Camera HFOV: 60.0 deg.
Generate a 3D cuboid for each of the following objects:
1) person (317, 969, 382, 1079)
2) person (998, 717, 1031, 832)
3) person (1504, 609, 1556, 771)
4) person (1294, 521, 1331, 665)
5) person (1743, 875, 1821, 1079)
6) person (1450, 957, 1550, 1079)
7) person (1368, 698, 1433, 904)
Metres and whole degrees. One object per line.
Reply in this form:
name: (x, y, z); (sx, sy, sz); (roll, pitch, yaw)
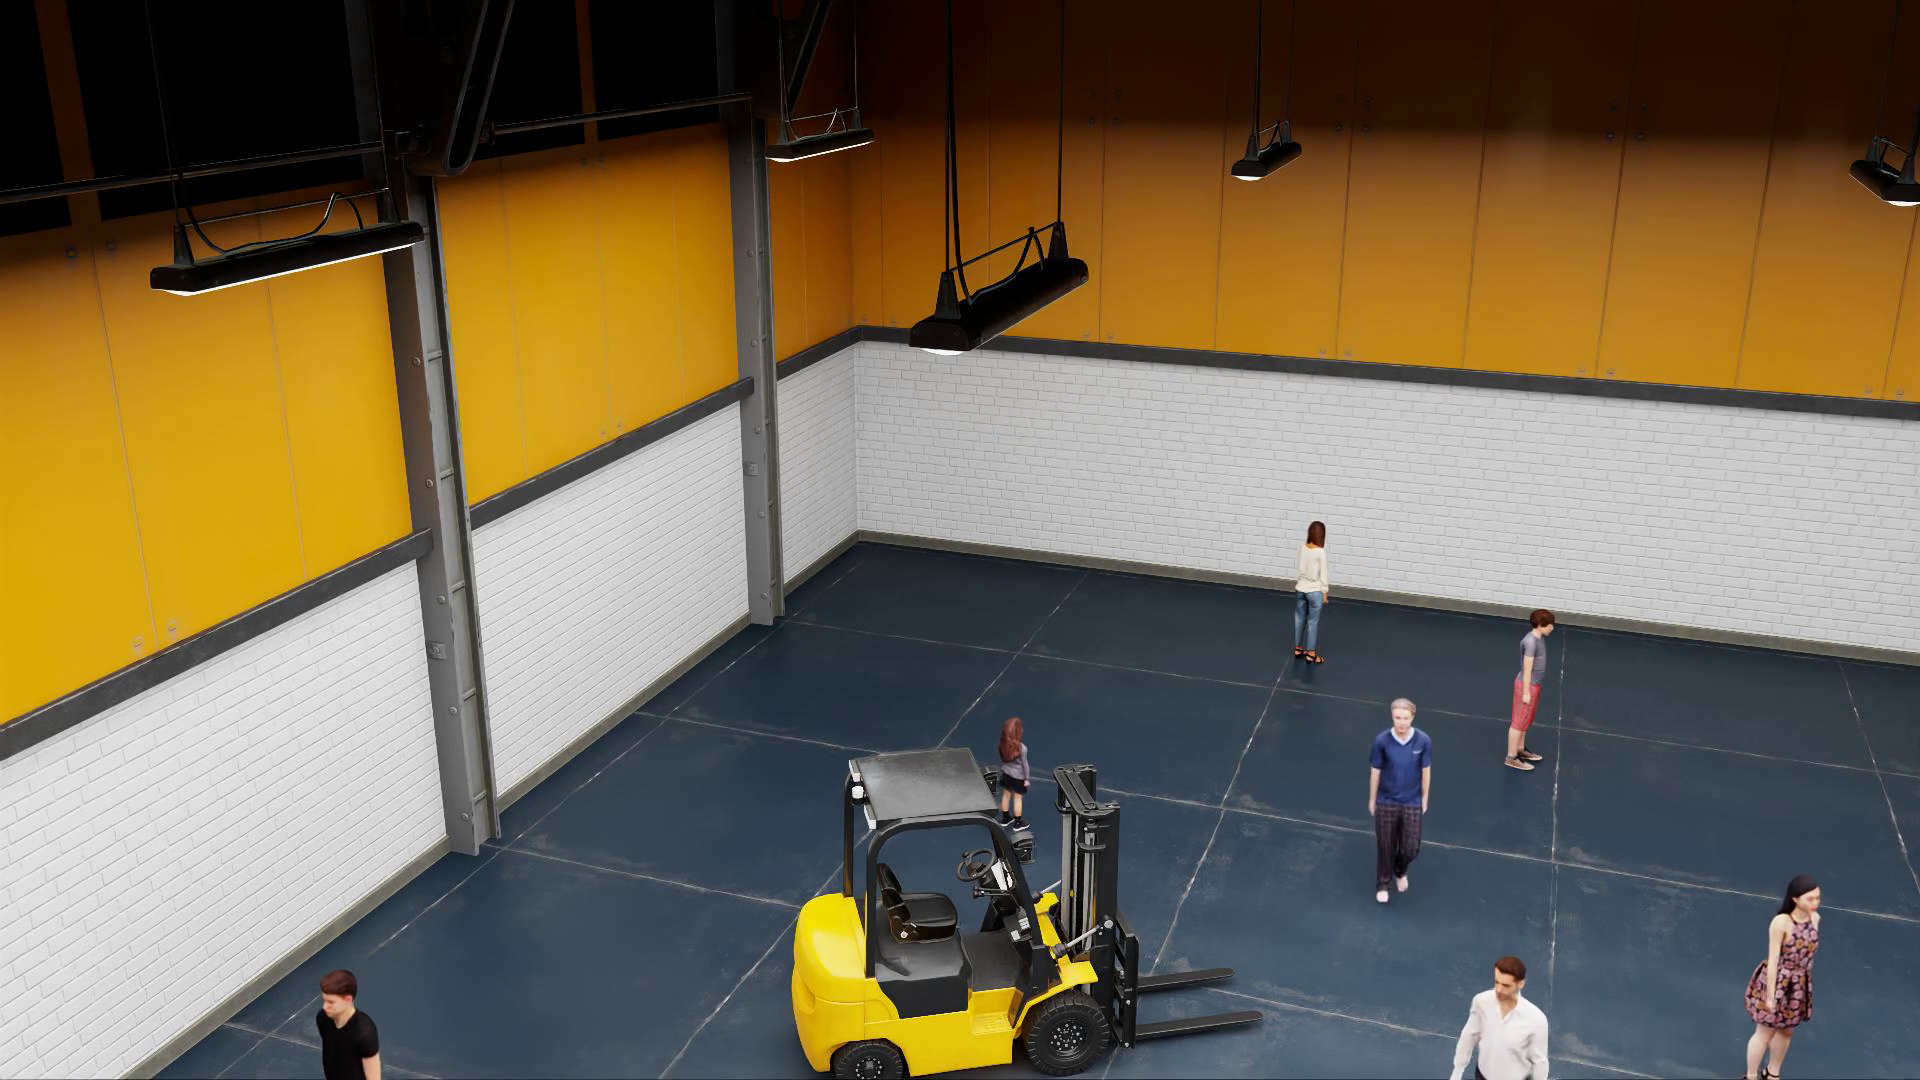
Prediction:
person: (-3.673, 3.431, 10.322); (0.746, 1.853, 0.771); (10, 21, 27)
person: (0.494, 2.138, 15.331); (0.528, 1.106, 0.537); (16, 24, 39)
person: (5.634, 1.453, 16.514); (0.676, 1.649, 0.536); (11, 22, 30)
person: (4.011, 0.589, 19.036); (0.737, 1.677, 0.701); (-11, 22, -30)
person: (5.668, 3.091, 11.456); (0.801, 1.774, 0.859); (-8, 20, -22)
person: (3.439, 3.407, 10.438); (1.282, 1.824, 1.053); (-16, 24, -40)
person: (3.695, 2.171, 14.060); (0.725, 1.855, 0.747); (3, 19, 9)
